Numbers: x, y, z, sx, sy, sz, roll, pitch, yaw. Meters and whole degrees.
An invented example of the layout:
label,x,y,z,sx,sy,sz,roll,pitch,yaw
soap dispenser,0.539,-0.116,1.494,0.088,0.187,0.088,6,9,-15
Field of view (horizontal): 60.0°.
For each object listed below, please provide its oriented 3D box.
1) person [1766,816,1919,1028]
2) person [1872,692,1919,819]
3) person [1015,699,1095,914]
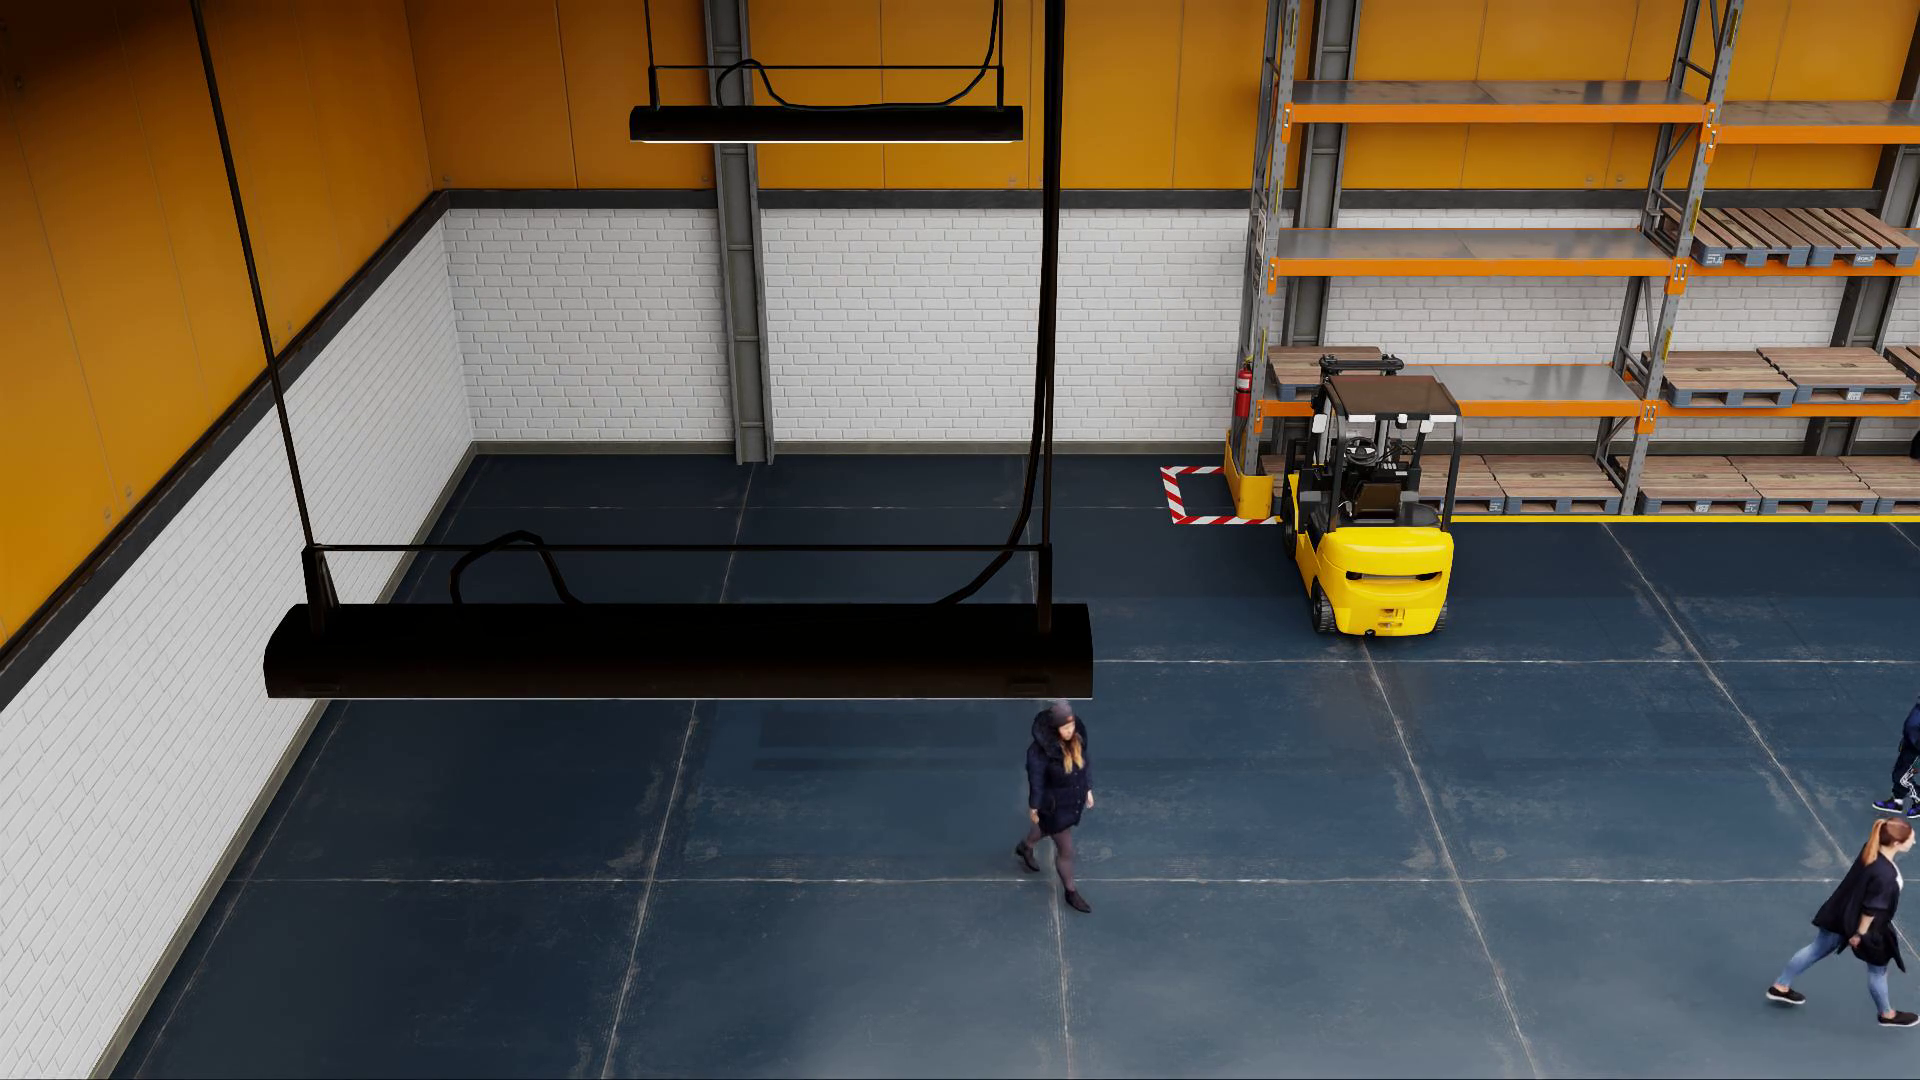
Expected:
label,x,y,z,sx,sy,sz,roll,pitch,yaw
person,5.721,2.458,10.784,1.180,1.630,0.779,5,29,10
person,7.393,1.607,12.747,0.657,1.244,0.571,6,29,10
person,0.649,1.823,11.937,1.099,1.640,1.140,-24,37,-37
